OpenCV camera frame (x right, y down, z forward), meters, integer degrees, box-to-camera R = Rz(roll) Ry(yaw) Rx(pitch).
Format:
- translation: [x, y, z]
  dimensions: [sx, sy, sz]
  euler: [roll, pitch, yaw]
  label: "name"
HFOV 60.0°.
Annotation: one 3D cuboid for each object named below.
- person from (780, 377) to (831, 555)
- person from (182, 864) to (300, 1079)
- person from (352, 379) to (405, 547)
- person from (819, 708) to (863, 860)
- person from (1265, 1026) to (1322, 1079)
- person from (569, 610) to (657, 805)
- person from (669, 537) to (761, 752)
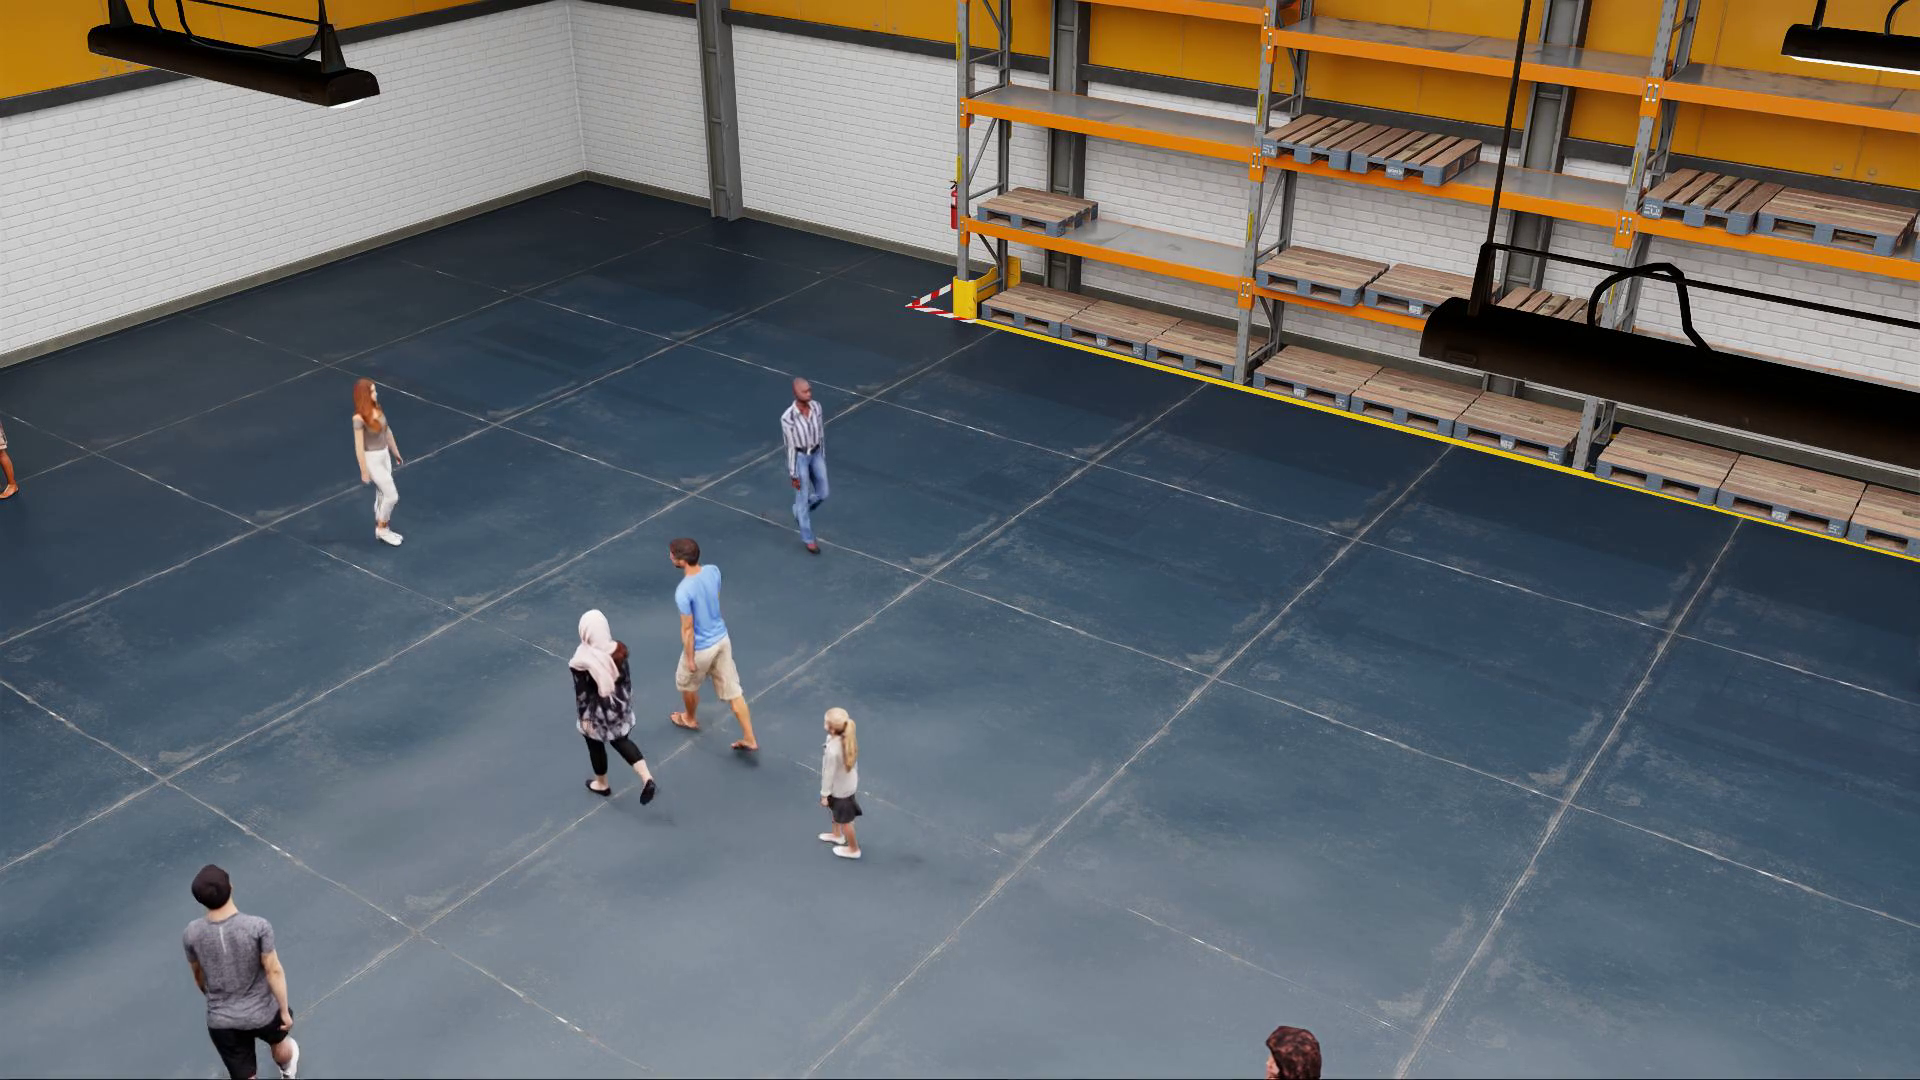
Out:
- translation: [-1.527, -0.728, 15.766]
  dimensions: [0.710, 1.782, 0.770]
  euler: [-25, 37, -38]
  label: "person"
- translation: [-4.049, 2.729, 9.373]
  dimensions: [1.139, 1.835, 1.222]
  euler: [-5, 29, -9]
  label: "person"
- translation: [-5.641, -0.741, 15.863]
  dimensions: [0.738, 1.713, 0.707]
  euler: [4, 29, 6]
  label: "person"
- translation: [-0.793, 1.734, 11.794]
  dimensions: [0.686, 1.265, 0.617]
  euler: [8, 30, 15]
  label: "person"
- translation: [1.653, 3.192, 8.574]
  dimensions: [0.719, 1.788, 0.633]
  euler: [-11, 30, -19]
  label: "person"
- translation: [-2.553, 1.277, 12.266]
  dimensions: [0.958, 1.615, 0.689]
  euler: [22, 35, 34]
  label: "person"
- translation: [-1.886, 0.845, 12.847]
  dimensions: [1.217, 1.817, 0.695]
  euler: [21, 35, 33]
  label: "person"
